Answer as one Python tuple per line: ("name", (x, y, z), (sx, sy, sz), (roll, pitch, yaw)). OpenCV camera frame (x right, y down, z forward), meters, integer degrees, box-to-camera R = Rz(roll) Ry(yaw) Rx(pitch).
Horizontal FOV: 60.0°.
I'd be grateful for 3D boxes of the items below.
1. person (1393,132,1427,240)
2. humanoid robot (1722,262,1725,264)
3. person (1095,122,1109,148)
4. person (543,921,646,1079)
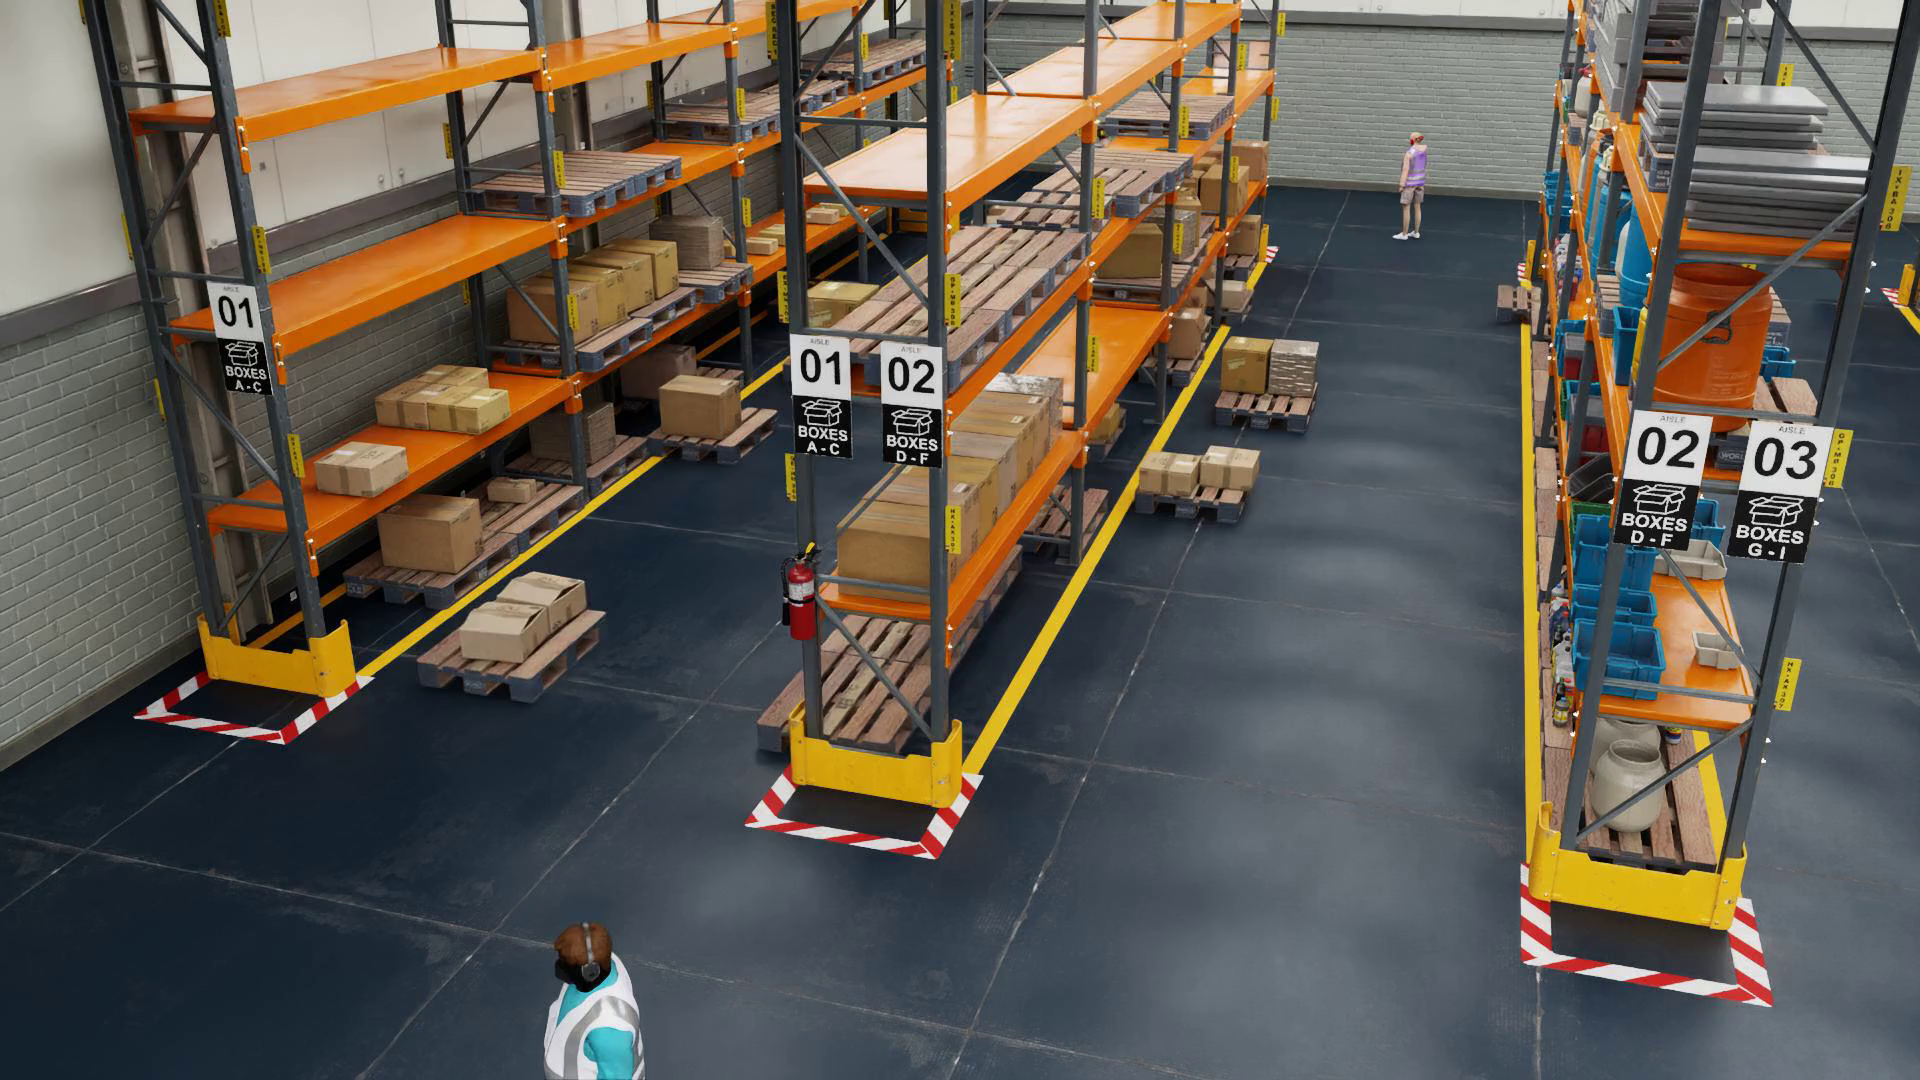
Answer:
("person", (7.178, -5.614, 26.402), (0.489, 1.688, 0.352), (-14, 27, -29))
("humanoid robot", (11.300, -4.847, 24.718), (0.615, 1.637, 0.787), (-20, 30, -38))
("person", (2.331, -5.863, 26.854), (0.815, 1.773, 0.512), (4, 24, 9))
("person", (-1.619, 2.483, 7.430), (0.429, 1.845, 0.626), (-9, 25, -20))
